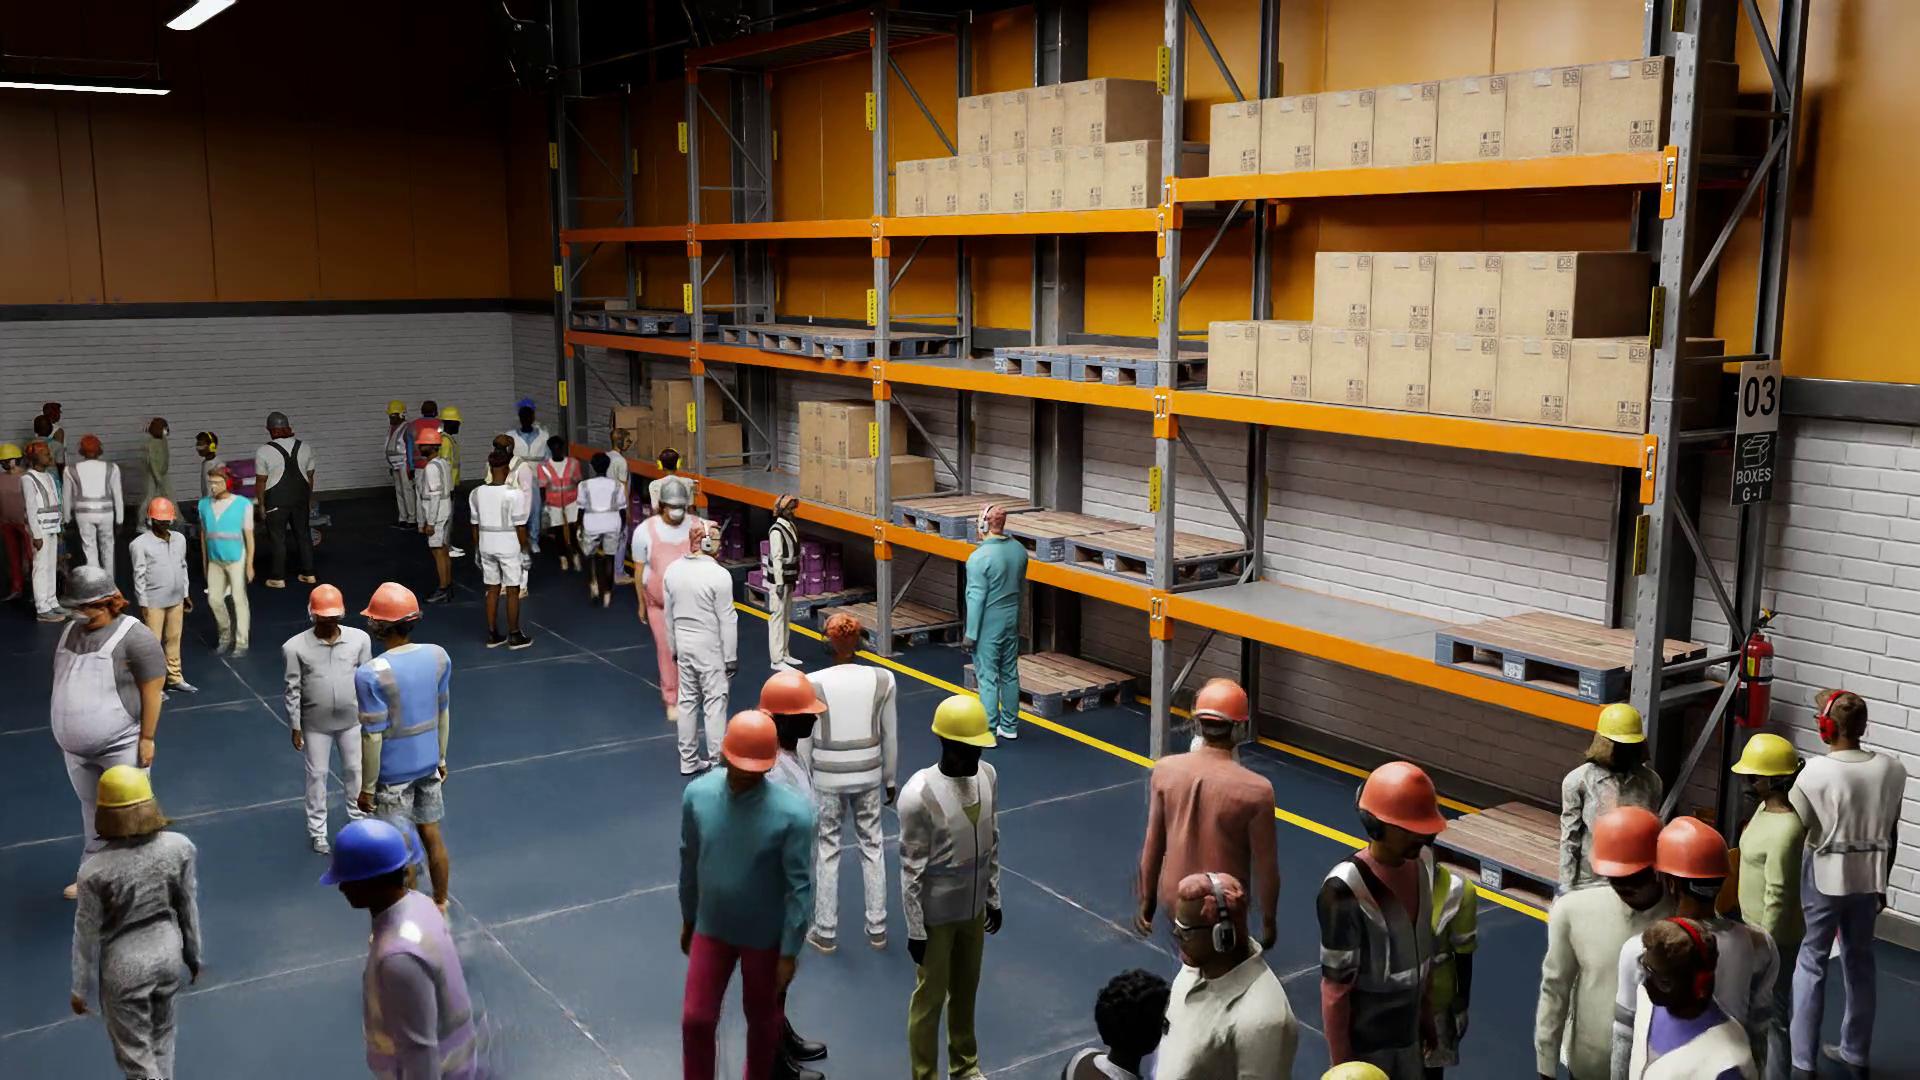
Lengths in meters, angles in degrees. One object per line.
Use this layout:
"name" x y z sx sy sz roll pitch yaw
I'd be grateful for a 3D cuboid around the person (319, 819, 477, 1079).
"person" -1.874 1.877 5.853 0.872 1.903 0.629 -2 10 -14

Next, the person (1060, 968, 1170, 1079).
"person" 0.479 2.115 5.033 0.321 1.693 0.533 -4 11 -24

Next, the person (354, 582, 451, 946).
"person" -3.058 1.239 9.125 0.368 2.048 0.607 5 11 27

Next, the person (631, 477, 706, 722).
"person" -2.386 0.431 13.887 0.690 2.000 0.858 -3 10 -19

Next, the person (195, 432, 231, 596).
"person" -8.372 -0.296 18.706 0.506 1.861 0.328 9 13 42

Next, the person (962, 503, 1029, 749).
"person" 0.243 0.664 12.917 0.409 1.908 0.639 8 12 38

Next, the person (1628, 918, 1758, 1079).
"person" 2.252 2.029 5.161 0.450 1.819 0.584 0 10 -2

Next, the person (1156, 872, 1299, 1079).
"person" 0.809 1.971 5.295 0.400 1.894 0.652 -2 10 -13

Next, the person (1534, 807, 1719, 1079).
"person" 2.356 1.856 5.873 0.610 1.948 0.981 5 11 28

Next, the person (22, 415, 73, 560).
"person" -11.420 -0.642 20.805 0.502 1.837 0.351 0 10 0

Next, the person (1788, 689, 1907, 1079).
"person" 4.030 1.600 7.634 0.564 1.836 0.388 -1 10 -6

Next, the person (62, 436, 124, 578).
"person" -9.598 -0.242 18.428 0.599 1.828 0.989 -6 11 -30

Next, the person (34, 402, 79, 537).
"person" -12.331 -0.949 22.599 0.560 1.836 0.390 6 11 32

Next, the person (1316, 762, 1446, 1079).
"person" 1.547 1.776 6.042 0.614 2.029 0.409 -9 13 -42

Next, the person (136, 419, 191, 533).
"person" -10.981 -0.872 22.832 0.843 1.590 0.521 1 10 4

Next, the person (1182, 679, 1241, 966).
"person" 1.334 1.520 8.703 0.271 1.630 0.507 5 11 28

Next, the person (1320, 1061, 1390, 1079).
"person" 1.000 2.202 4.395 0.320 1.738 0.484 -1 10 -4

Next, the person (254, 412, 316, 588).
"person" -7.837 -0.485 19.267 0.536 2.000 0.684 8 13 41

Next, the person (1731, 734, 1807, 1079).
"person" 3.497 1.702 7.256 0.341 1.760 0.525 3 10 19

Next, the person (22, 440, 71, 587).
"person" -10.545 -0.297 19.115 0.848 1.726 0.540 0 10 -2

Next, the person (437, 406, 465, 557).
"person" -6.478 -0.743 21.161 0.402 1.916 0.582 -3 10 -17

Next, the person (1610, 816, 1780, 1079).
"person" 2.456 1.888 5.674 0.543 1.929 0.385 -1 10 -4

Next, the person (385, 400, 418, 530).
"person" -7.801 -1.047 23.217 0.404 1.826 0.596 -9 13 -42

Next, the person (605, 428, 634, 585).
"person" -3.961 -0.388 19.309 0.355 1.834 0.524 -7 12 -35

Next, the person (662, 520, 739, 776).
"person" -1.849 0.802 12.117 0.643 1.905 0.400 7 12 36

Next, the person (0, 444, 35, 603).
"person" -10.355 -0.180 18.279 0.526 1.769 0.329 2 10 10

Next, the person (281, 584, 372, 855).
"person" -4.005 1.134 10.631 0.566 1.744 0.350 -6 12 -33

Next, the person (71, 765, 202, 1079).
"person" -3.408 1.777 6.901 0.473 1.735 0.506 7 12 35

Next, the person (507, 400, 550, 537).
"person" -5.763 -0.923 22.275 0.627 1.890 1.012 0 10 2

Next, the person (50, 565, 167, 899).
"person" -5.040 1.134 9.762 0.672 2.000 0.536 3 10 15

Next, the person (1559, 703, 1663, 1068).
"person" 3.049 1.614 7.814 0.486 1.744 0.294 -1 10 -8

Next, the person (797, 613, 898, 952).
"person" -0.625 1.325 9.137 0.592 1.876 0.343 -3 10 -16

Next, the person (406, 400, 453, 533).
"person" -7.305 -1.012 22.986 0.630 1.835 0.432 -1 10 -3

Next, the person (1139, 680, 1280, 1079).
"person" 1.064 1.597 7.366 0.645 1.946 0.980 9 13 42

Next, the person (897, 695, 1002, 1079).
"person" -0.017 1.609 7.336 0.397 1.920 0.587 9 13 41

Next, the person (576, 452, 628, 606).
"person" -3.896 -0.113 18.127 0.568 1.671 0.385 -2 10 -12

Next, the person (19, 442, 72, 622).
"person" -9.579 -0.091 17.415 0.356 1.884 0.574 -2 10 -9

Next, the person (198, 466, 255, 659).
"person" -6.944 0.205 15.813 0.585 1.847 0.405 2 10 10

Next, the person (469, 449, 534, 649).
"person" -4.445 0.095 16.134 0.609 1.953 0.394 4 10 21

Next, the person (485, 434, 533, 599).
"person" -5.052 -0.261 18.534 0.621 1.845 0.429 5 11 26

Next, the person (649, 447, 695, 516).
"person" -2.947 -0.017 17.033 0.532 1.864 0.310 -7 12 -34

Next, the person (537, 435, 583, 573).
"person" -4.790 -0.428 19.988 0.548 1.671 0.593 -3 10 -17

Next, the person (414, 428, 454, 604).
"person" -5.778 -0.269 18.284 0.342 1.941 0.551 -1 10 -6

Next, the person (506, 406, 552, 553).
"person" -5.527 -0.775 21.376 0.606 1.900 0.450 -4 11 -24

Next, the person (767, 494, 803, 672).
"person" -1.623 0.388 15.329 0.314 1.636 0.515 2 10 9

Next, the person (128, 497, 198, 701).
"person" -6.859 0.496 14.359 0.339 1.748 0.564 4 10 22

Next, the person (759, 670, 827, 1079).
"person" -0.782 1.543 7.656 0.361 1.939 0.542 0 10 -1

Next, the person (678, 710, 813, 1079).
"person" -0.941 1.663 6.911 0.642 1.950 0.830 3 10 17
